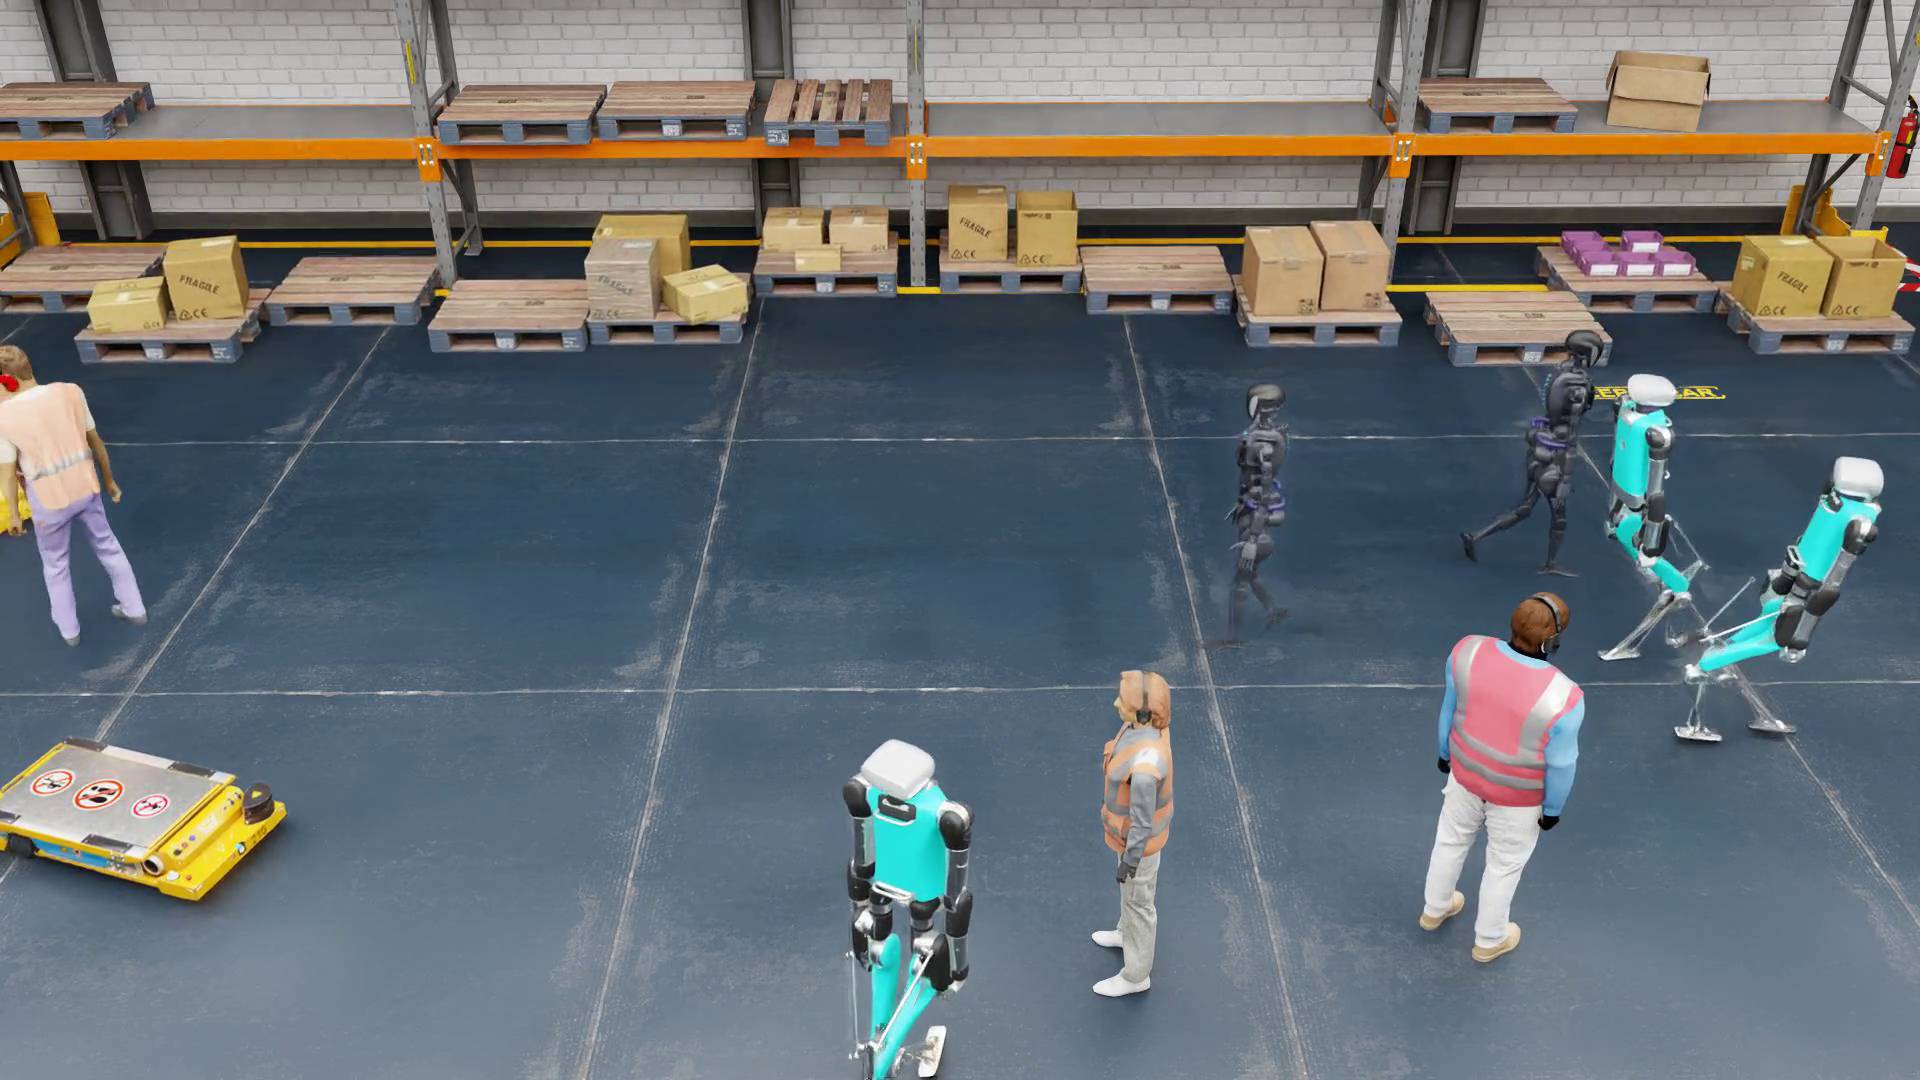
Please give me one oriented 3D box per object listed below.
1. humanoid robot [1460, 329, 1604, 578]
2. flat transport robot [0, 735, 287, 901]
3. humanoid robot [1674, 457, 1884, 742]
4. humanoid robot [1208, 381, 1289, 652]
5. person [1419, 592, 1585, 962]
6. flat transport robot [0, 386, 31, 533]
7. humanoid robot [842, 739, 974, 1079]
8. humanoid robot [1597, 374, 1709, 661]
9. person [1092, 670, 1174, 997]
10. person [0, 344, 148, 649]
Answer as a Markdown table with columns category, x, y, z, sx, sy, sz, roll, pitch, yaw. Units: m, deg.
| category | x | y | z | sx | sy | sz | roll | pitch | yaw |
| --- | --- | --- | --- | --- | --- | --- | --- | --- | --- |
| humanoid robot | 3.461 | -0.509 | 9.932 | 0.720 | 1.641 | 0.612 | 3 | 31 | 5 |
| flat transport robot | -4.128 | 1.346 | 8.169 | 1.431 | 0.231 | 0.659 | 10 | 32 | 16 |
| humanoid robot | 3.994 | 0.361 | 8.383 | 0.860 | 1.751 | 0.557 | 5 | 31 | 9 |
| humanoid robot | 1.675 | -0.111 | 9.270 | 0.490 | 1.682 | 0.609 | 0 | 31 | 1 |
| person | 2.344 | 1.020 | 7.200 | 0.431 | 1.837 | 0.629 | -26 | 39 | -36 |
| flat transport robot | -6.717 | -0.337 | 10.971 | 1.431 | 0.231 | 0.659 | 15 | 34 | 23 |
| humanoid robot | -0.276 | 1.618 | 6.294 | 0.565 | 1.753 | 0.963 | 16 | 35 | 25 |
| humanoid robot | 3.905 | -0.041 | 9.137 | 0.846 | 1.865 | 0.550 | -3 | 31 | -4 |
| person | 0.741 | 1.229 | 7.030 | 0.306 | 1.641 | 0.512 | 2 | 31 | 4 |
| person | -5.017 | -0.237 | 9.303 | 0.486 | 1.823 | 0.621 | 17 | 35 | 25 |
